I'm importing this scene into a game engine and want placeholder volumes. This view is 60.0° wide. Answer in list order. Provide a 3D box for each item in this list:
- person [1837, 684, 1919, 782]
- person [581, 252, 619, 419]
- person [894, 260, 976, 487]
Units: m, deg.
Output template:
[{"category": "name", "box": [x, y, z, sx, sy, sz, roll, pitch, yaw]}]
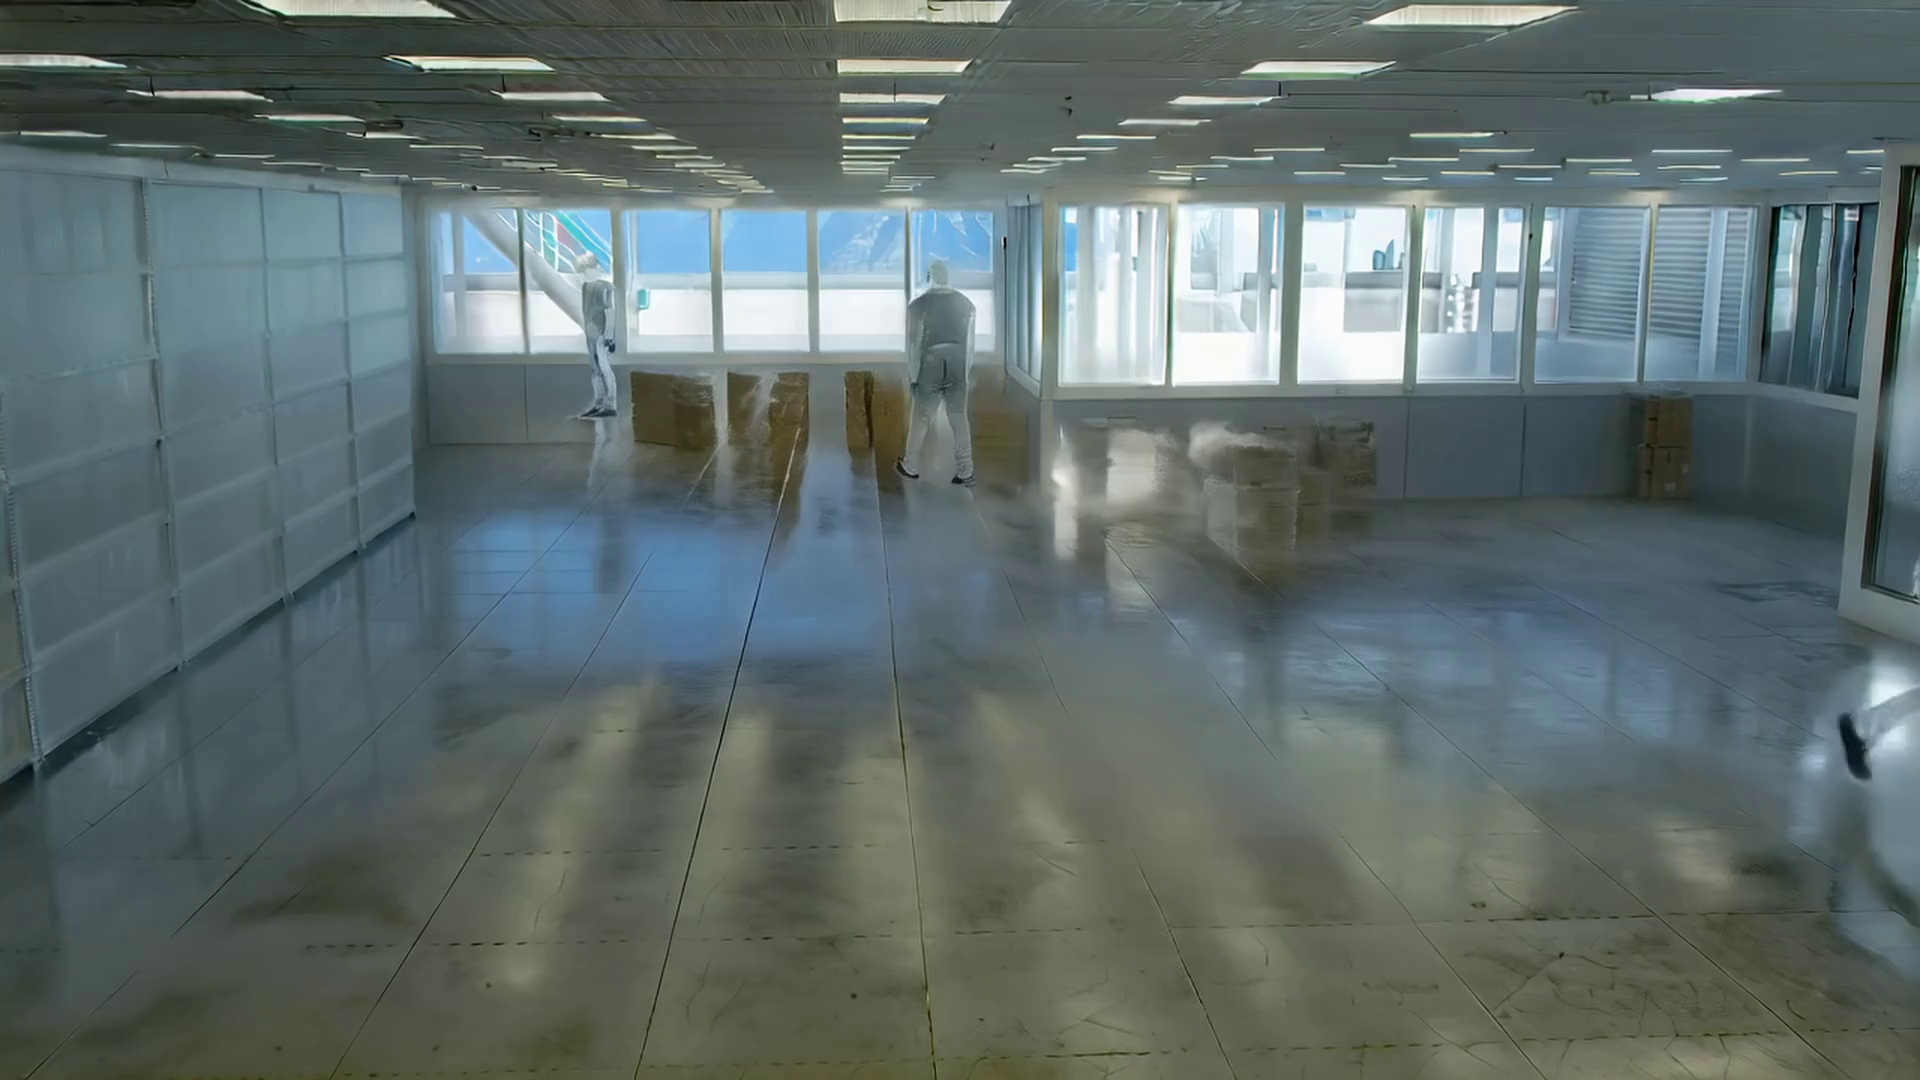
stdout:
[{"category": "person", "box": [3.552, 0.189, 5.958, 0.502, 1.618, 0.524, -8, 13, -36]}, {"category": "person", "box": [-4.068, -2.280, 18.631, 0.506, 1.861, 0.328, 9, 14, 41]}, {"category": "person", "box": [-0.190, -1.391, 13.834, 0.673, 1.850, 1.011, -5, 12, -27]}]
